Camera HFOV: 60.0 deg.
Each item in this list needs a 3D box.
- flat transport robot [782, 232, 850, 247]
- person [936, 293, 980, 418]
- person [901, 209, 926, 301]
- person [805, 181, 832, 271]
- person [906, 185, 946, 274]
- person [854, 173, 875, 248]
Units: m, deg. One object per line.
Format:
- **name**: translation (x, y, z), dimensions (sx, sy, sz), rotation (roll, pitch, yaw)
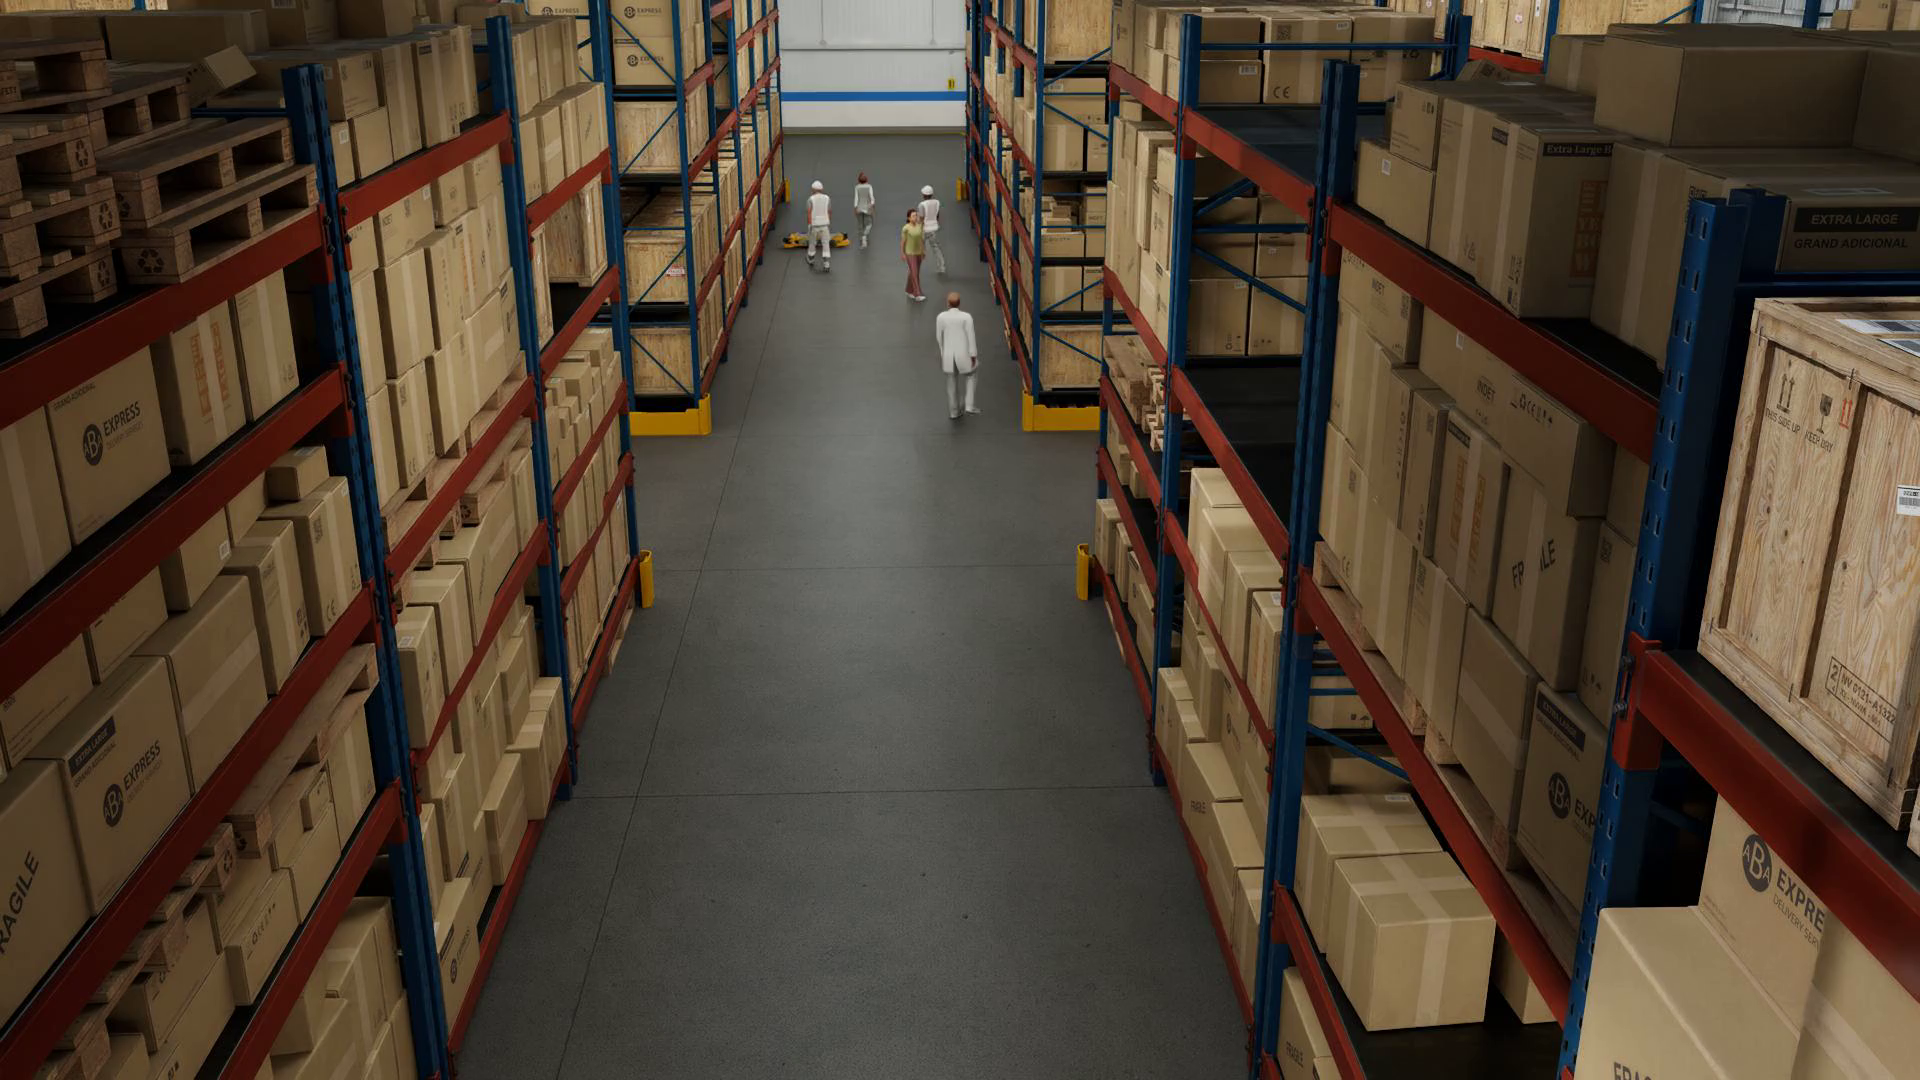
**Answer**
- **flat transport robot**: translation (-3.131, -6.512, 36.184), dimensions (1.431, 0.262, 0.659), rotation (-3, 21, -8)
- **person**: translation (-0.028, -2.606, 23.452), dimensions (0.609, 1.786, 0.439), rotation (5, 21, 13)
- **person**: translation (-0.791, -5.260, 30.724), dimensions (0.446, 1.660, 0.797), rotation (-15, 25, -35)
- **person**: translation (-2.861, -6.365, 33.539), dimensions (0.531, 1.739, 0.966), rotation (-7, 21, -17)
- **person**: translation (-0.667, -6.182, 33.068), dimensions (0.583, 1.744, 1.049), rotation (-14, 25, -33)
- **person**: translation (-2.057, -6.997, 35.459), dimensions (0.465, 1.595, 0.564), rotation (4, 21, 10)
